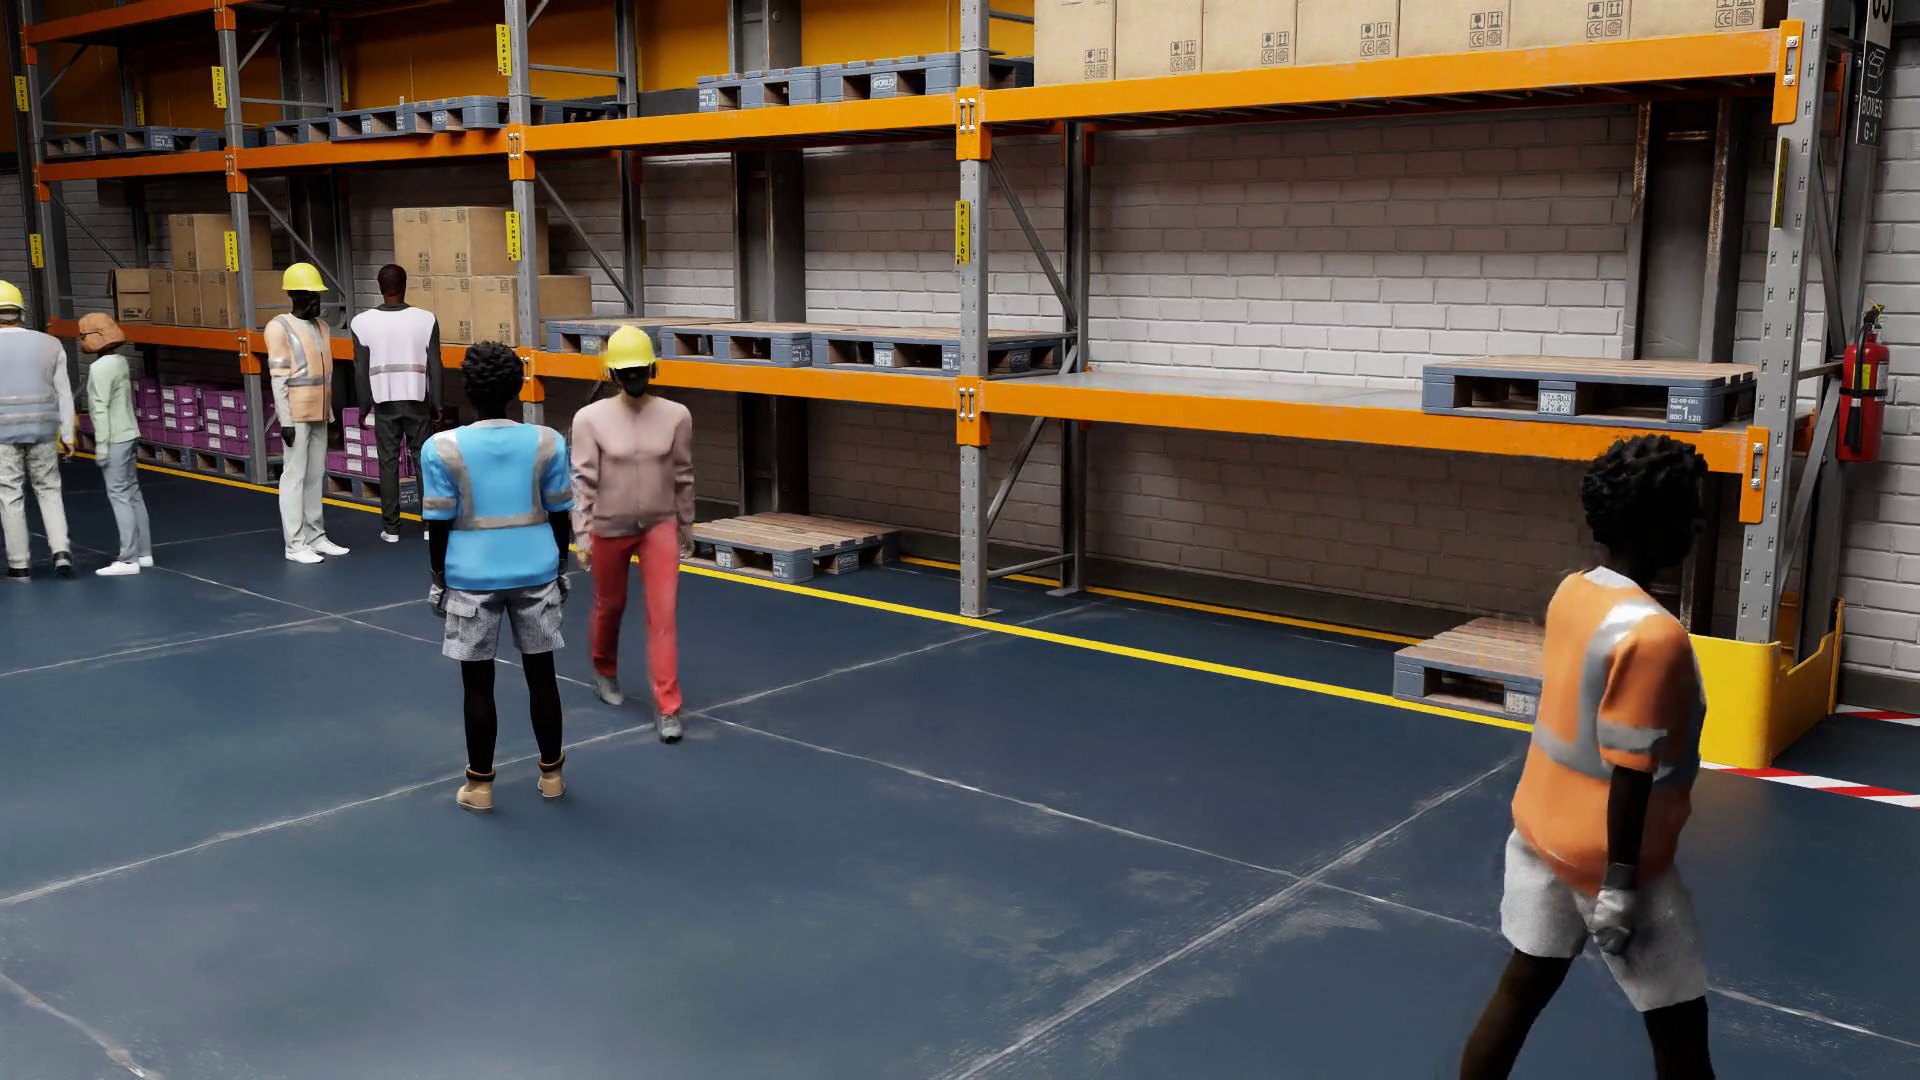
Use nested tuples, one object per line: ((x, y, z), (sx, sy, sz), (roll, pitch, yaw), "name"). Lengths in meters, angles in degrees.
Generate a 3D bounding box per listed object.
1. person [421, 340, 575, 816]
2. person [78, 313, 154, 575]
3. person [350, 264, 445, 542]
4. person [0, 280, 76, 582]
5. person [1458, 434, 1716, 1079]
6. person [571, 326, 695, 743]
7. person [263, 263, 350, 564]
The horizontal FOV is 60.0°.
((-1.645, 0.138, 5.965), (0.540, 1.700, 0.316), (-5, 11, -28), "person")
((-5.270, -0.596, 10.364), (0.290, 1.623, 0.497), (-2, 10, -10), "person")
((-3.860, -0.936, 11.478), (0.587, 1.913, 0.391), (-3, 10, -18), "person")
((-5.682, -0.643, 10.048), (0.623, 1.828, 0.446), (-9, 14, -42), "person")
((1.391, 0.612, 3.377), (0.794, 1.655, 0.550), (0, 10, 0), "person")
((-1.392, -0.057, 7.059), (0.541, 1.711, 0.953), (-4, 11, -23), "person")
((-4.224, -0.821, 10.776), (0.381, 1.928, 0.587), (2, 10, 12), "person")
